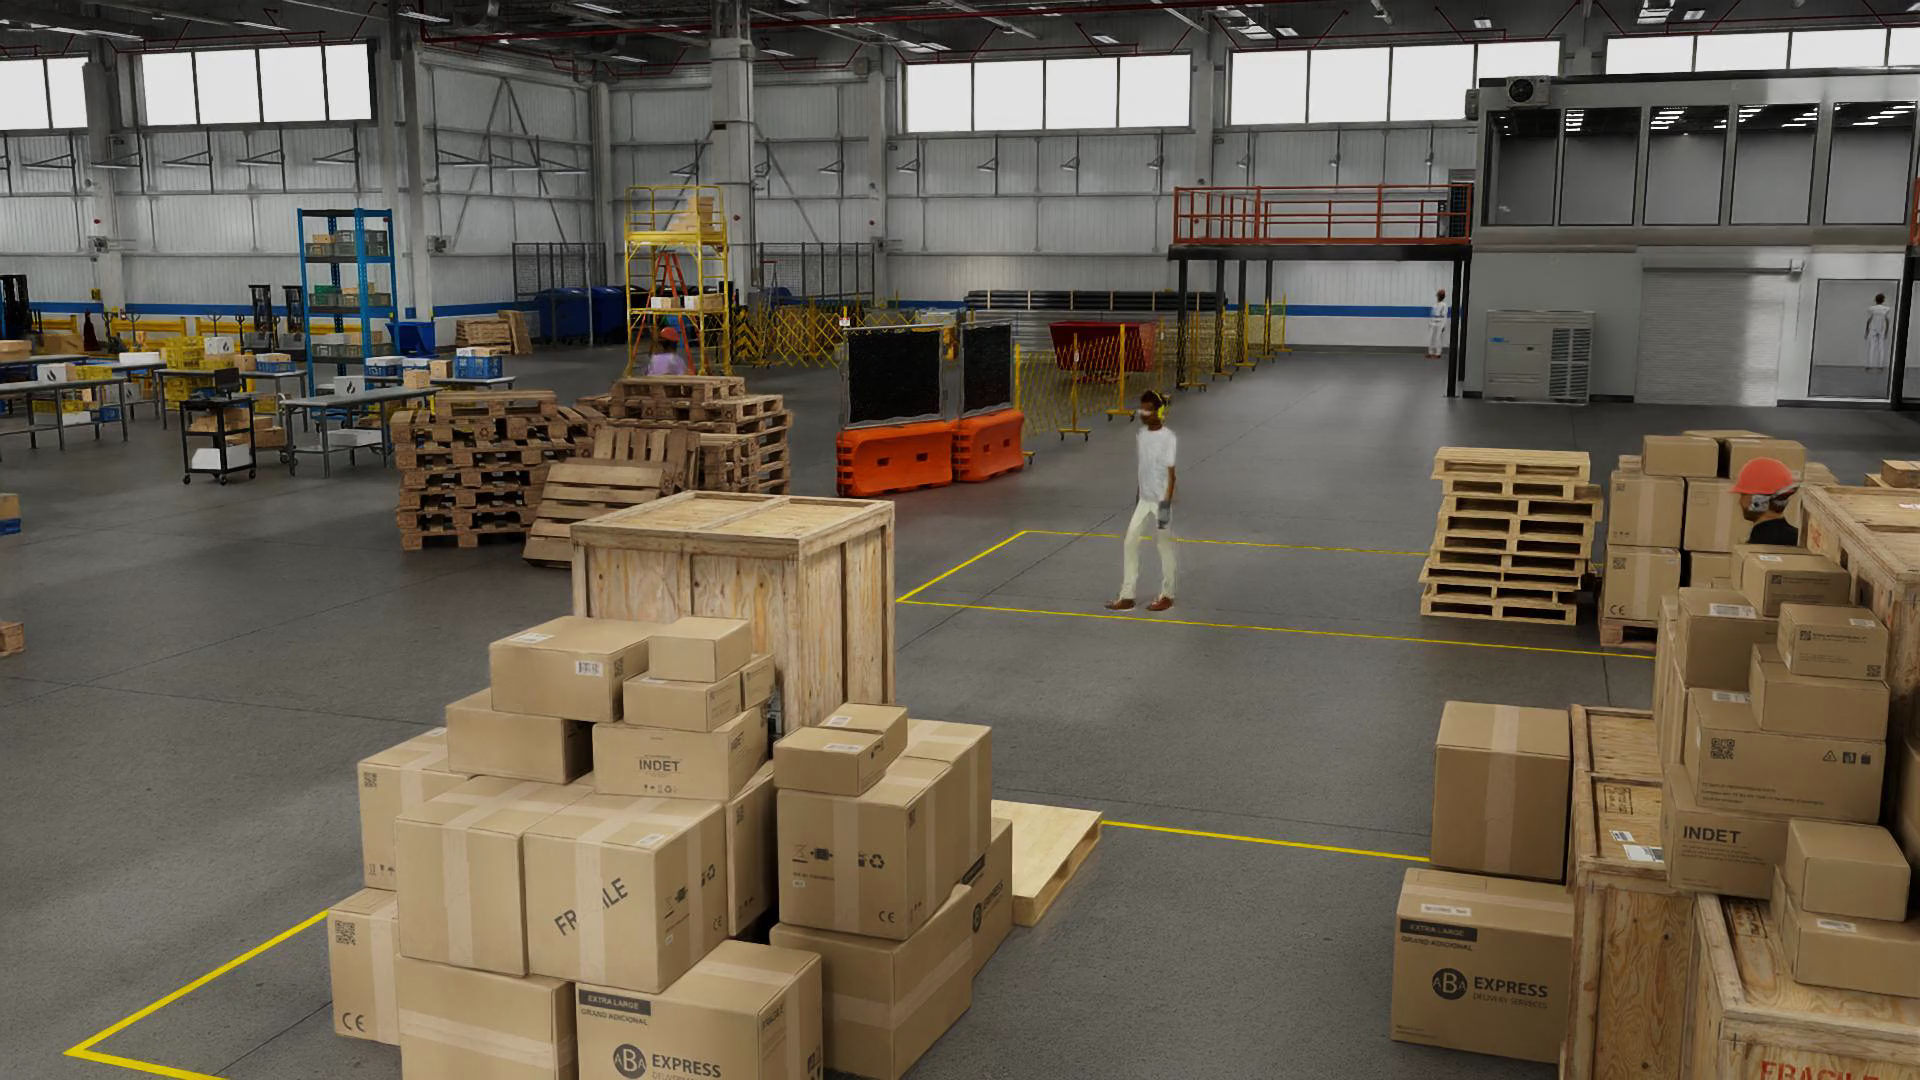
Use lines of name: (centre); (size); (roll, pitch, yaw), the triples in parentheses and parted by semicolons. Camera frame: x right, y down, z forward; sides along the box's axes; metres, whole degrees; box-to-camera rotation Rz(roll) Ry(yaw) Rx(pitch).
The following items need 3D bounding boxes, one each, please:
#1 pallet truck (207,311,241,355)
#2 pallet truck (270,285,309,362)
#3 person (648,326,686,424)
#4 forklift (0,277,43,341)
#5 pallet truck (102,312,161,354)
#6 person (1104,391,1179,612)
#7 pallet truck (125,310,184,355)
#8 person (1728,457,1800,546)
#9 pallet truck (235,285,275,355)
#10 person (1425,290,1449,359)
pallet truck: (-19.537, -5.575, 44.913); (0.653, 1.274, 1.630); (3, 11, 19)
pallet truck: (-17.147, -5.700, 43.663); (0.823, 1.965, 1.885); (3, 11, 17)
person: (-3.772, -1.745, 21.433); (0.619, 2.003, 1.065); (9, 14, 42)
forklift: (-27.151, -6.329, 46.328); (1.157, 1.987, 2.680); (3, 11, 17)
pallet truck: (-23.057, -5.777, 46.261); (0.680, 1.201, 1.601); (3, 11, 19)
person: (1.502, -0.291, 13.625); (0.794, 1.842, 0.564); (-8, 13, -37)
pallet truck: (-22.038, -5.665, 45.457); (0.704, 1.261, 1.522); (3, 11, 17)
person: (3.983, 0.578, 8.319); (0.623, 1.989, 0.400); (-10, 14, -44)
pallet truck: (-18.327, -5.835, 44.421); (0.823, 1.965, 1.885); (4, 11, 23)
person: (12.690, -5.712, 44.155); (0.515, 1.845, 0.615); (-7, 12, -36)
